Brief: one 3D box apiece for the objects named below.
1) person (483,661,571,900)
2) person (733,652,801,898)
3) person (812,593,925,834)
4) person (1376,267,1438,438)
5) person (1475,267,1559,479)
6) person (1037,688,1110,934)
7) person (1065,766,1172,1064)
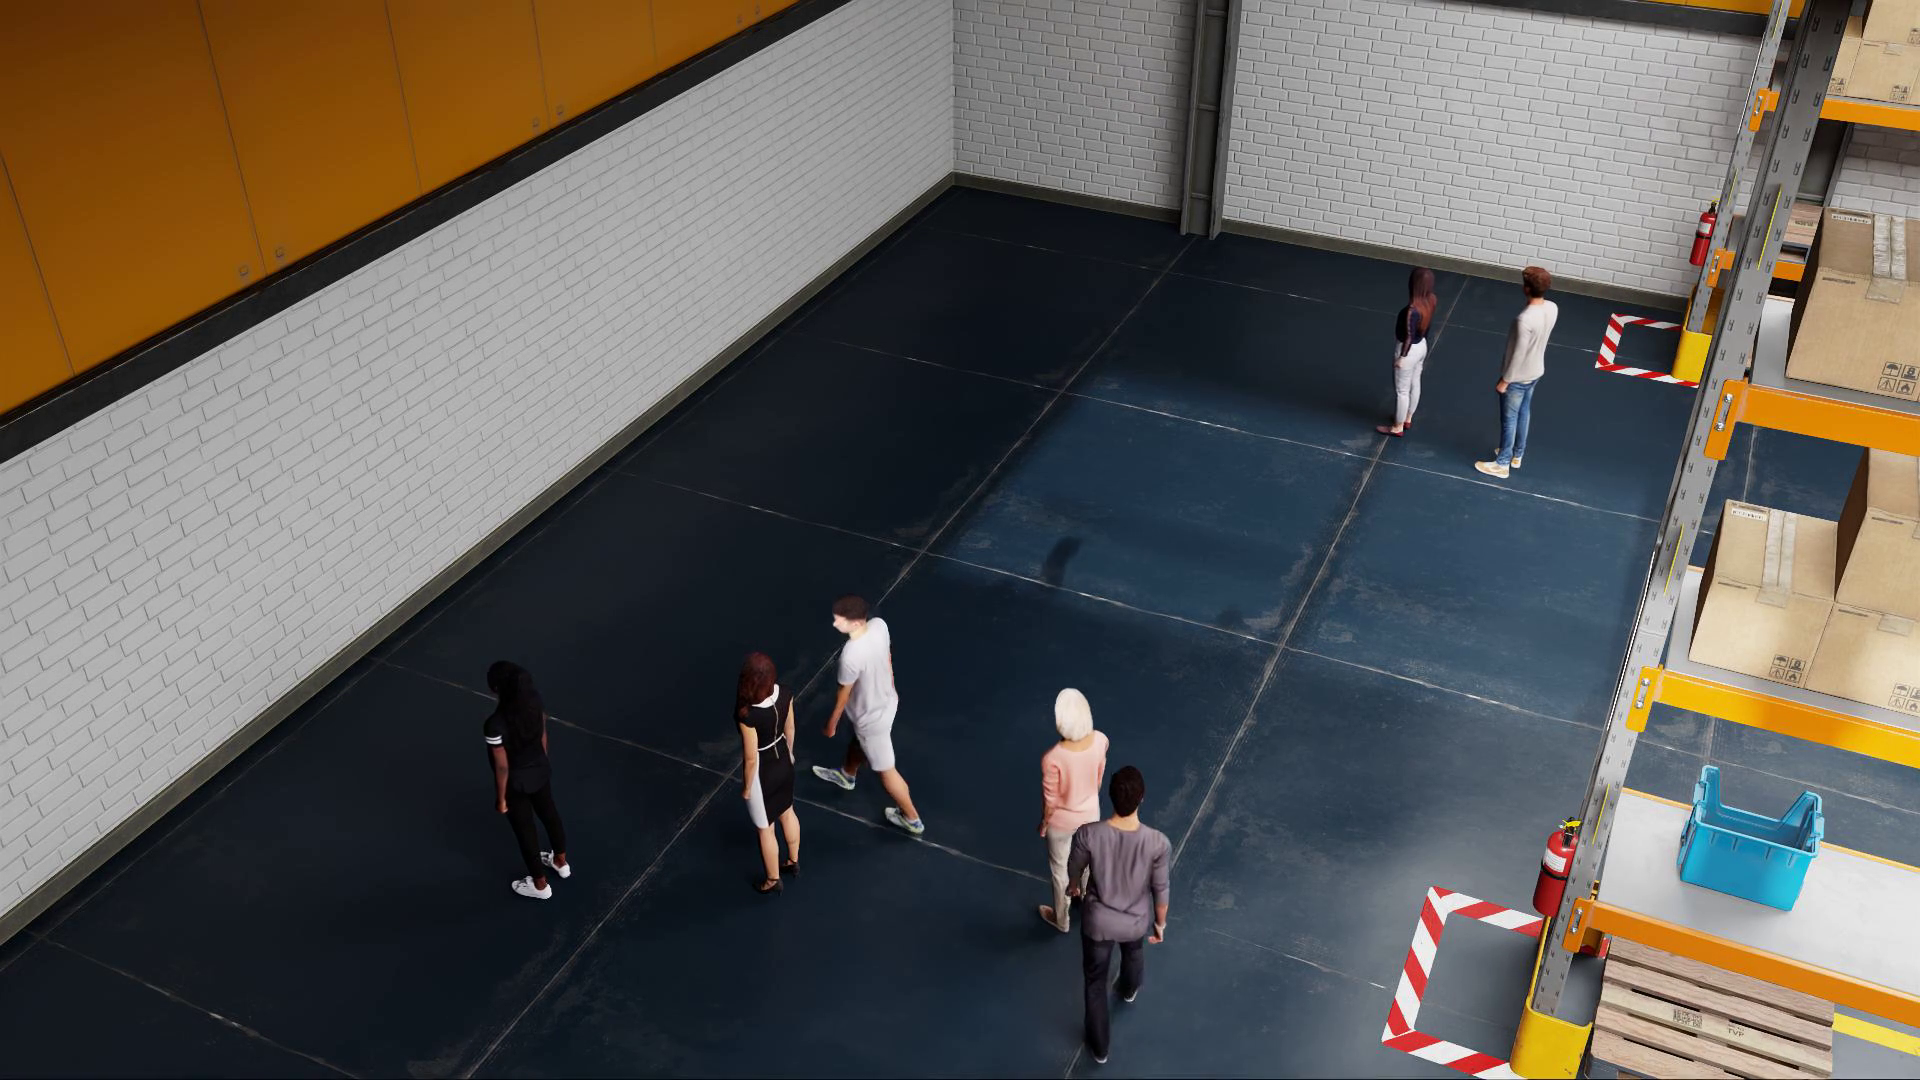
[{"bbox_3d":[-2.613,1.422,9.961,0.551,1.729,0.614,16,37,22],"label":"person"},{"bbox_3d":[-1.141,1.402,9.930,0.549,1.796,0.625,23,40,30],"label":"person"},{"bbox_3d":[-0.487,1.123,10.355,1.108,1.790,0.747,16,37,22],"label":"person"},{"bbox_3d":[3.968,-1.671,14.723,0.606,1.608,0.652,25,41,32],"label":"person"},{"bbox_3d":[4.761,-1.415,14.074,0.741,1.899,0.716,-27,42,-34],"label":"person"},{"bbox_3d":[0.652,1.583,9.722,0.683,1.724,0.694,-20,38,-27],"label":"person"},{"bbox_3d":[0.837,2.072,8.900,1.008,1.821,0.963,0,34,0],"label":"person"}]
